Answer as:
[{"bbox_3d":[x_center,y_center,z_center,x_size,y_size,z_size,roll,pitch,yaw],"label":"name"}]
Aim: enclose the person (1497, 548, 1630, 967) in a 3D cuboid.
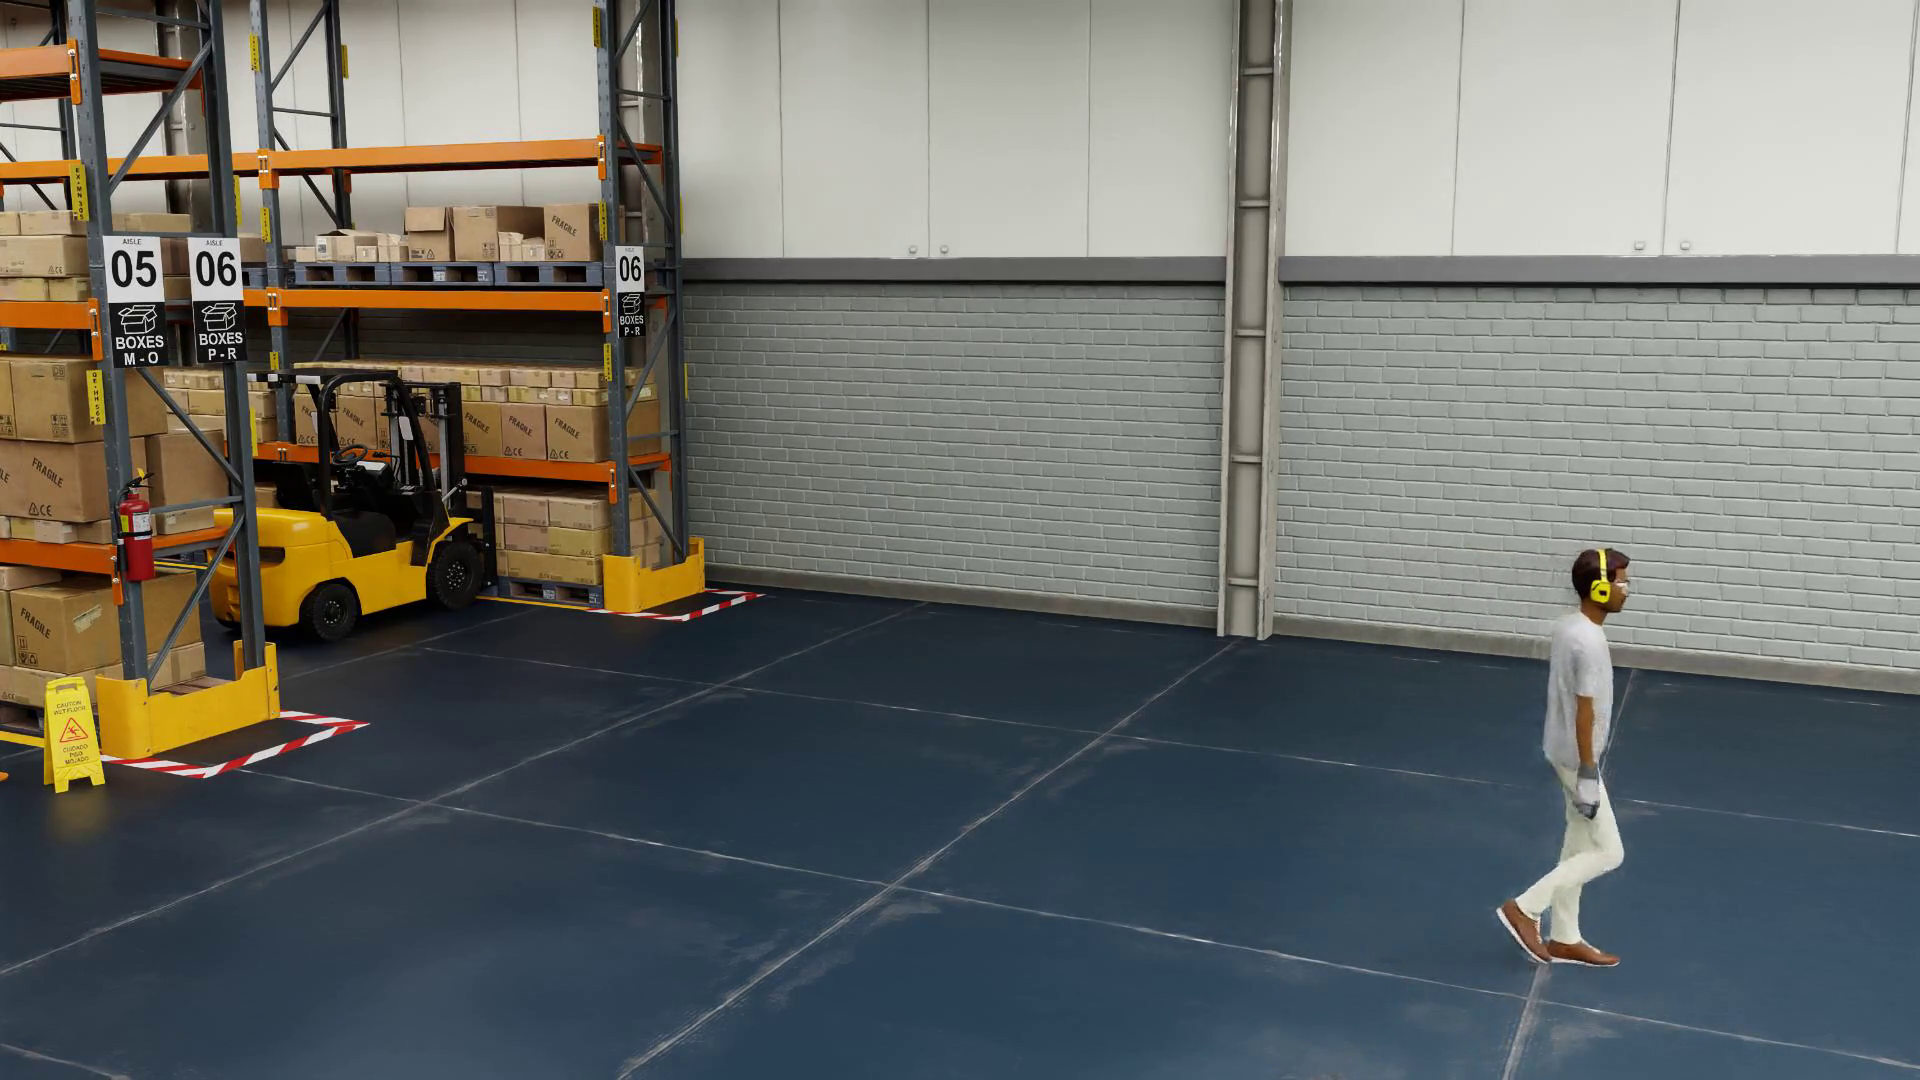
[{"bbox_3d":[2.653,0.952,7.149,0.448,1.854,0.556,2,10,13],"label":"person"}]
